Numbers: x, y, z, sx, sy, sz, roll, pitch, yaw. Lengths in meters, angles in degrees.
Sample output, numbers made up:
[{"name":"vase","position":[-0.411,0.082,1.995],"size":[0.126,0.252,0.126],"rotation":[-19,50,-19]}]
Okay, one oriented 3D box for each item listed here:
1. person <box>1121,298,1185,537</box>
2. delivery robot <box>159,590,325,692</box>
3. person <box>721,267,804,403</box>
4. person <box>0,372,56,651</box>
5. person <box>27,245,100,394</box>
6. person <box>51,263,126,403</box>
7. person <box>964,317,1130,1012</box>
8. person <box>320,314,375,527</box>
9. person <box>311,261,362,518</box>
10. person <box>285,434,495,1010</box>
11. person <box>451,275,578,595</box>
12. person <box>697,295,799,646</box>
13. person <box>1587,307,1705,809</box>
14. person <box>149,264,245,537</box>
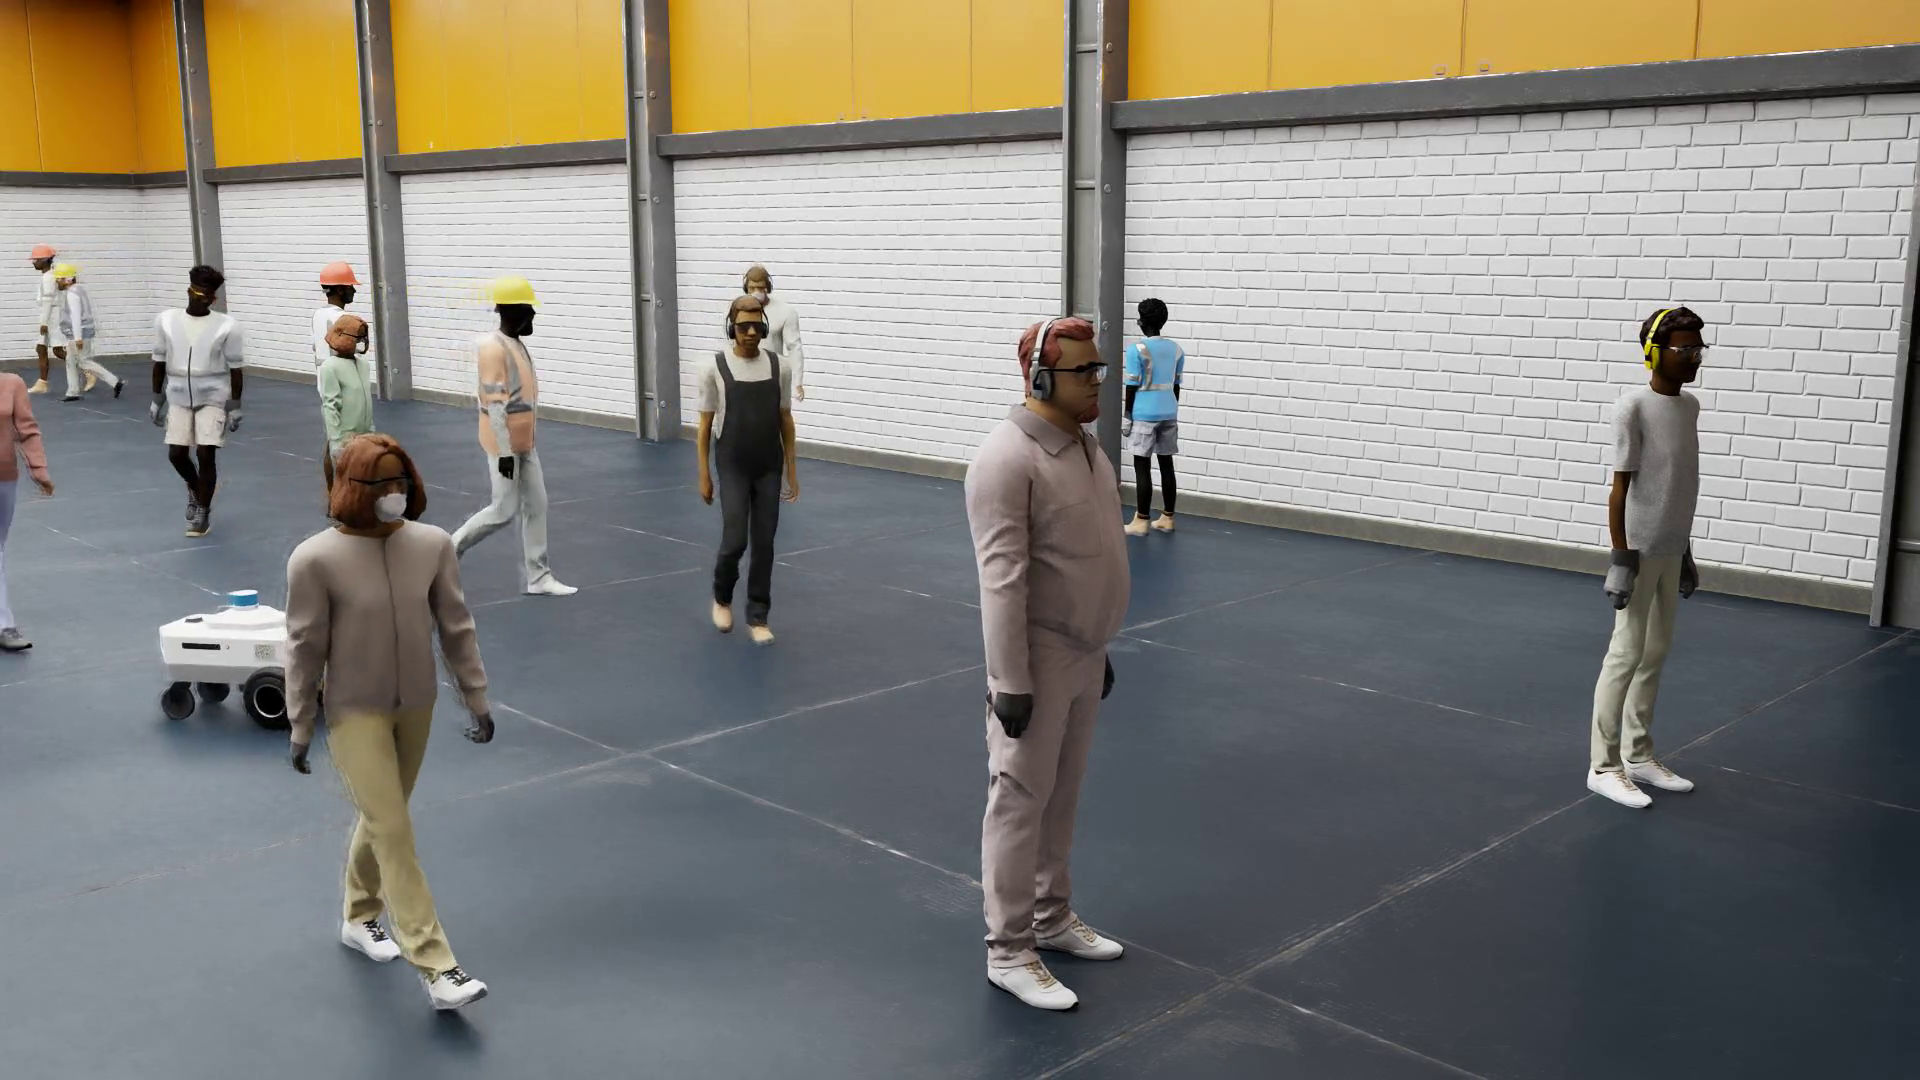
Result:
[{"name":"person","position":[1.373,-0.873,11.866],"size":[0.531,1.691,0.319],"rotation":[-8,13,-38]},{"name":"delivery robot","position":[-3.164,0.467,7.397],"size":[0.707,0.478,0.477],"rotation":[2,10,9]},{"name":"person","position":[-1.597,-1.267,13.505],"size":[0.656,1.871,1.042],"rotation":[-1,10,-6]},{"name":"person","position":[-4.980,-0.295,8.600],"size":[0.780,1.733,0.526],"rotation":[5,12,26]},{"name":"person","position":[-12.158,-2.959,22.380],"size":[0.910,2.014,0.609],"rotation":[-7,12,-32]},{"name":"person","position":[-11.155,-2.638,21.219],"size":[0.779,1.797,0.627],"rotation":[-4,11,-23]},{"name":"person","position":[0.277,0.333,4.692],"size":[0.406,1.911,0.639],"rotation":[5,12,27]},{"name":"person","position":[-3.900,-0.629,10.688],"size":[0.285,1.633,0.498],"rotation":[2,11,9]},{"name":"person","position":[-4.626,-1.113,12.490],"size":[0.543,1.939,0.360],"rotation":[10,15,44]},{"name":"person","position":[-1.571,0.493,4.667],"size":[0.843,1.581,0.522],"rotation":[8,13,38]},{"name":"person","position":[-2.703,-0.592,9.738],"size":[0.763,1.908,0.587],"rotation":[1,10,5]},{"name":"person","position":[-1.098,-0.355,8.665],"size":[0.507,1.832,0.430],"rotation":[-6,12,-28]},{"name":"person","position":[2.625,0.062,6.275],"size":[0.533,1.870,0.315],"rotation":[-8,13,-37]},{"name":"person","position":[-5.435,-0.997,11.877],"size":[0.673,1.929,0.490],"rotation":[-1,10,-7]}]
